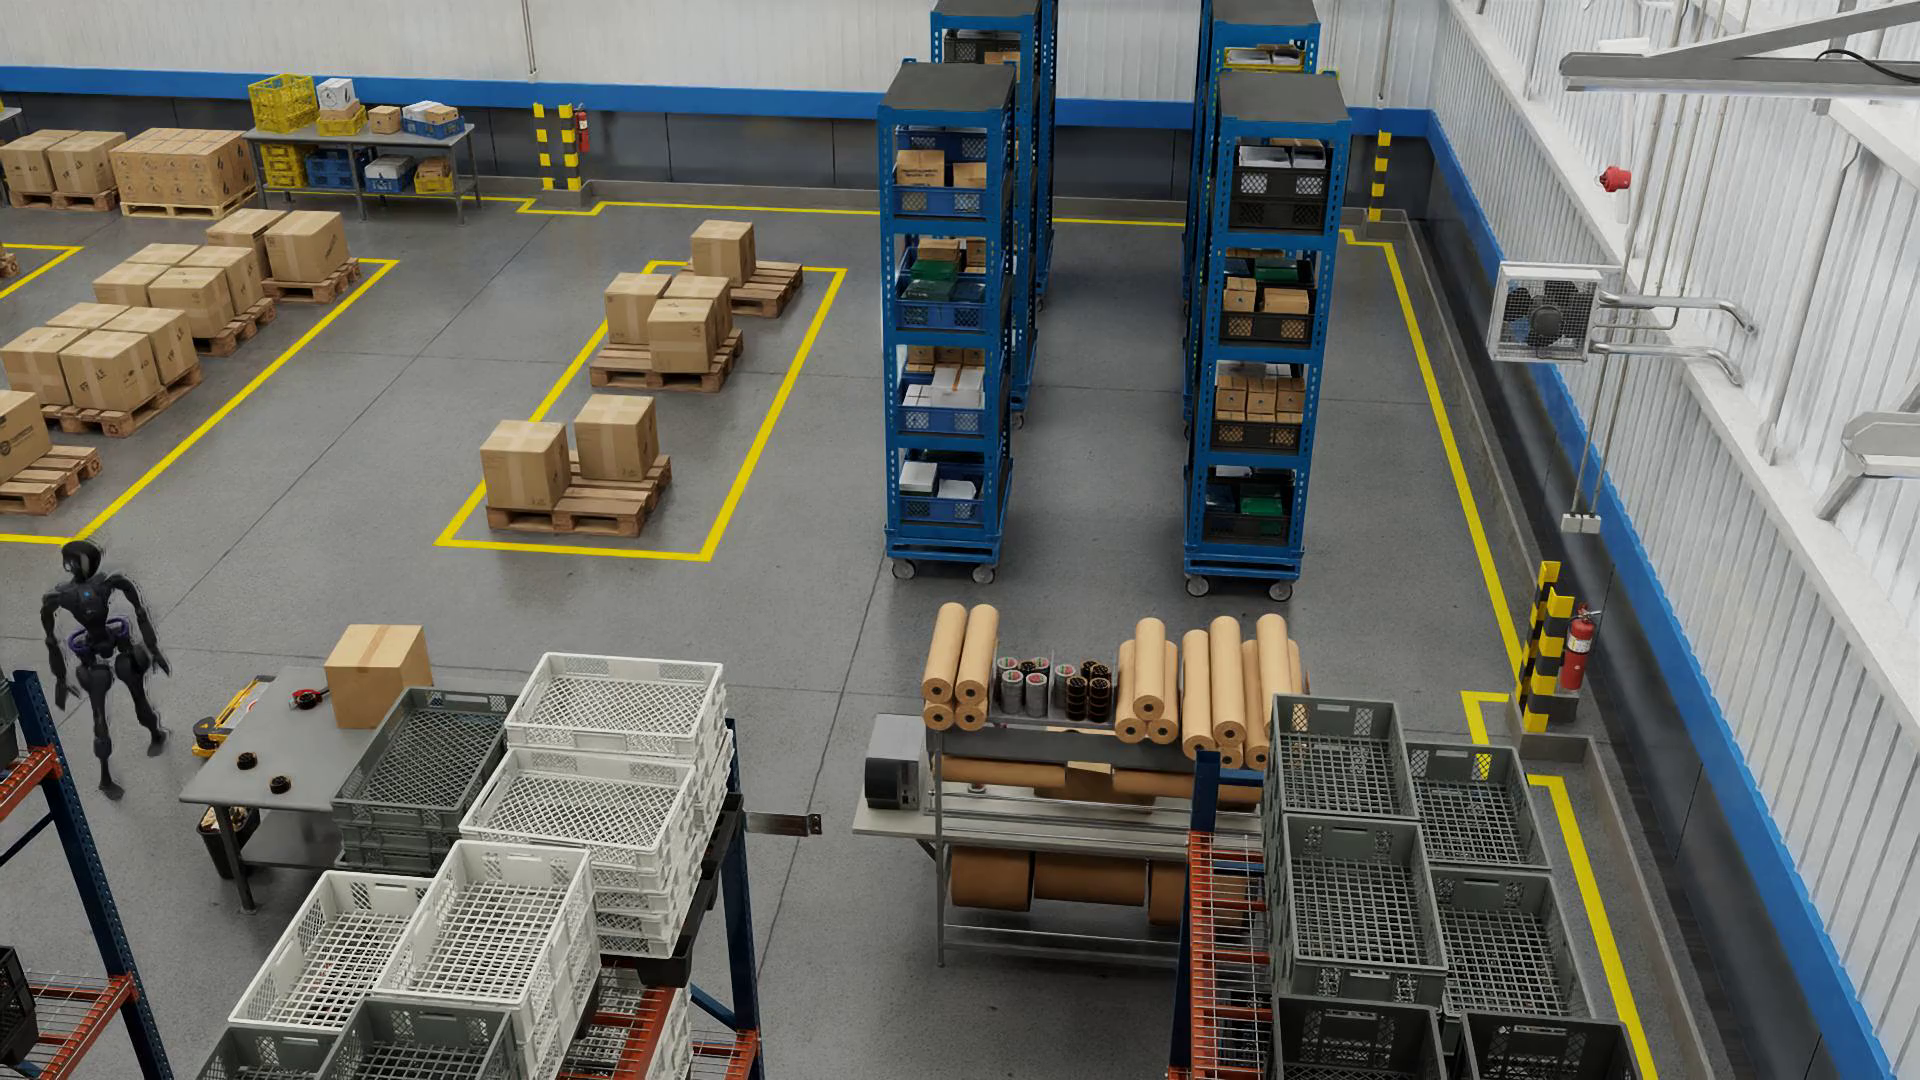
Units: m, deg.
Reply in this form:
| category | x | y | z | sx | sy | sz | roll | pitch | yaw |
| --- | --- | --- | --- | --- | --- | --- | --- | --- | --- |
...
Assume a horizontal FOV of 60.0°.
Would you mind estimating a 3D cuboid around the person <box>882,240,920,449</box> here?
| category | x | y | z | sx | sy | sz | roll | pitch | yaw |
| --- | --- | --- | --- | --- | --- | --- | --- | --- | --- |
| person | -0.375 | -1.624 | 13.877 | 0.585 | 1.867 | 0.602 | -8 | 31 | -13 |

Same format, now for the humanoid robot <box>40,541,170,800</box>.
| category | x | y | z | sx | sy | sz | roll | pitch | yaw |
| --- | --- | --- | --- | --- | --- | --- | --- | --- | --- |
| humanoid robot | -5.164 | 0.736 | 10.057 | 0.665 | 1.624 | 0.568 | -20 | 36 | -31 |

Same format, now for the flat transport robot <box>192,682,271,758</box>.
| category | x | y | z | sx | sy | sz | roll | pitch | yaw |
| --- | --- | --- | --- | --- | --- | --- | --- | --- | --- |
| flat transport robot | -4.089 | 1.163 | 10.648 | 1.431 | 0.197 | 0.652 | 3 | 30 | 6 |
